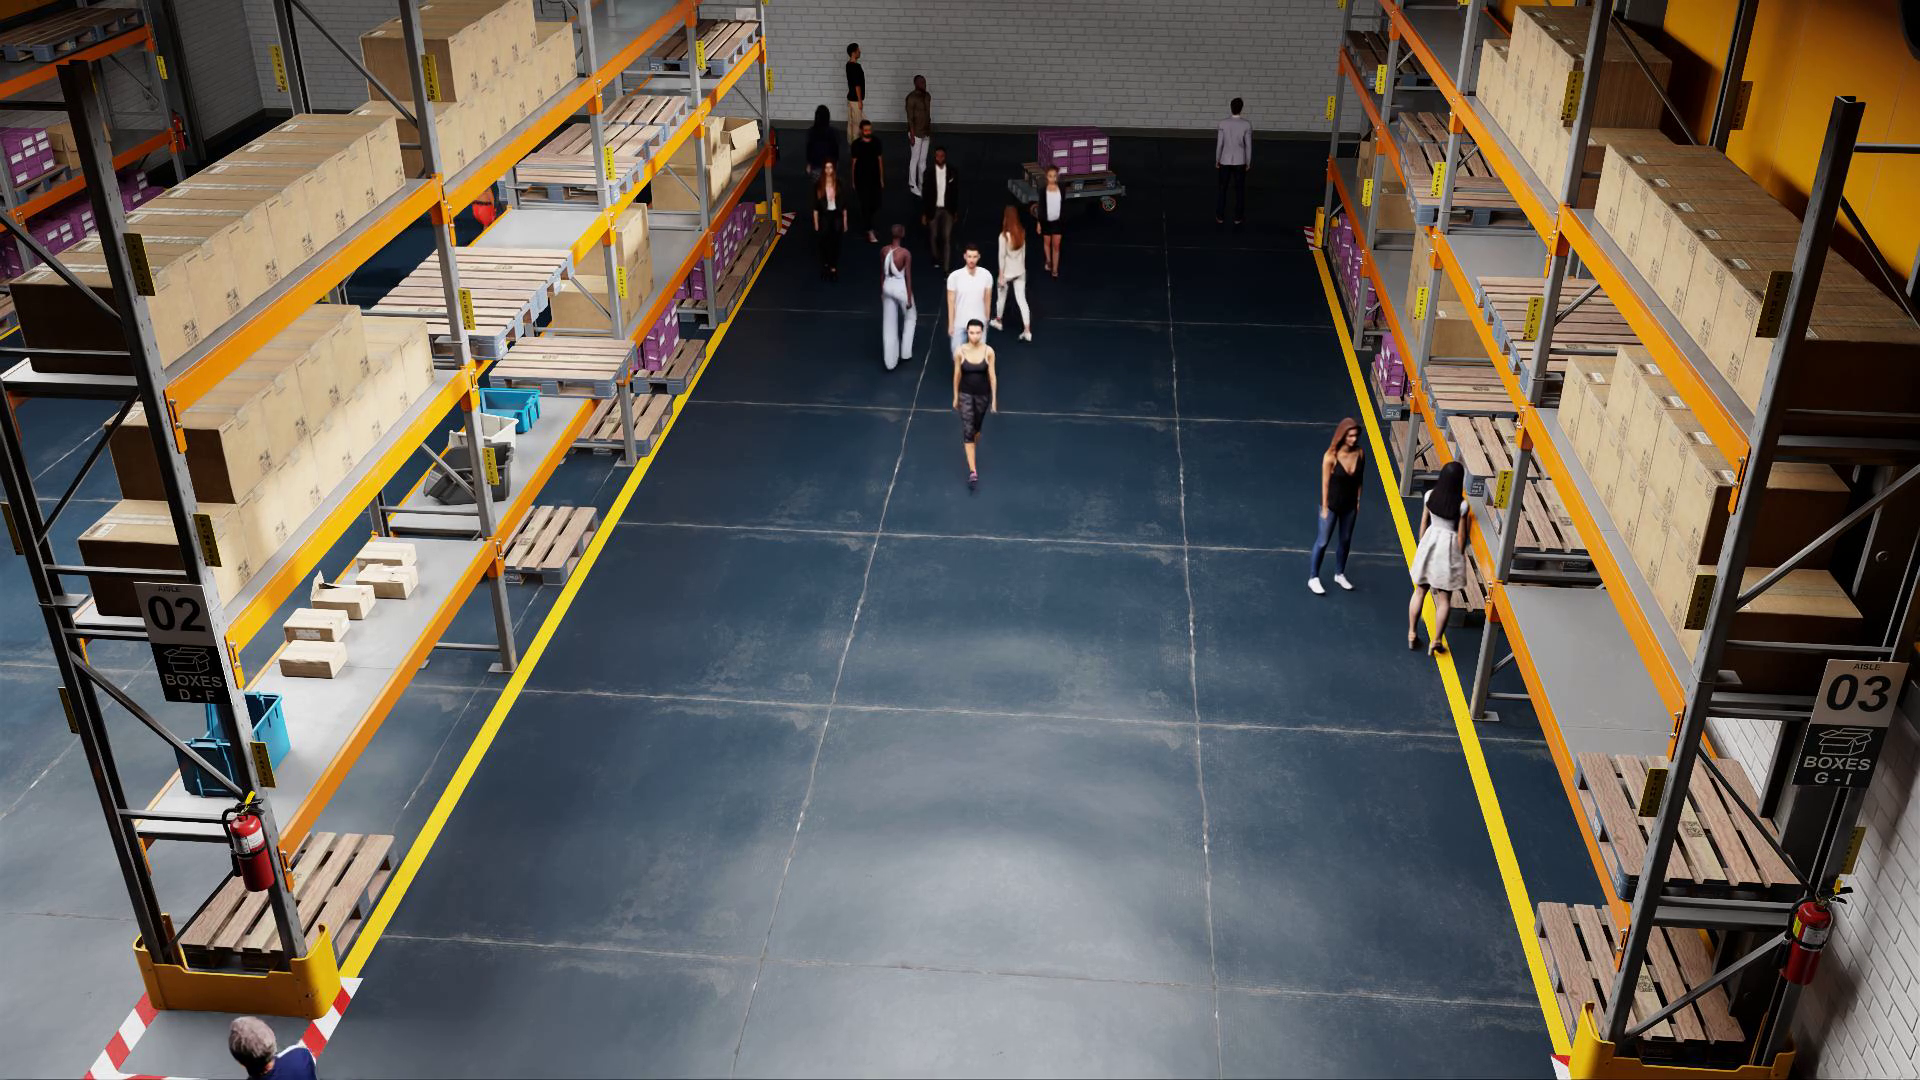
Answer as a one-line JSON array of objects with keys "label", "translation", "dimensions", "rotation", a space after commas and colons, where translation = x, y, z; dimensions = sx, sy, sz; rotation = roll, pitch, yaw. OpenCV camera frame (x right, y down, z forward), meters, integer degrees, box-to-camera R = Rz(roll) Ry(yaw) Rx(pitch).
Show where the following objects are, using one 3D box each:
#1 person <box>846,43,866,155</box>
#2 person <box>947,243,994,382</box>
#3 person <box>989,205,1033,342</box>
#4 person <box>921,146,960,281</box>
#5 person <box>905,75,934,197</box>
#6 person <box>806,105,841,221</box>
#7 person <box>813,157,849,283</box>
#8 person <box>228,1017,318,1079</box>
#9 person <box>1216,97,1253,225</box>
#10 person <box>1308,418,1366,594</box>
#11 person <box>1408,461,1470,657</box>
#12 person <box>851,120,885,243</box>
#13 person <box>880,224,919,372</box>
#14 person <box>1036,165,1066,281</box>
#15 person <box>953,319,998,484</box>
[{"label": "person", "translation": [-1.757, -7.352, 27.766], "dimensions": [0.770, 1.860, 0.618], "rotation": [-10, 30, -17]}, {"label": "person", "translation": [0.106, -2.499, 18.878], "dimensions": [0.741, 1.850, 0.853], "rotation": [-2, 29, -3]}, {"label": "person", "translation": [0.700, -3.229, 20.406], "dimensions": [0.995, 1.668, 1.173], "rotation": [-15, 32, -25]}, {"label": "person", "translation": [-0.290, -4.448, 22.562], "dimensions": [0.749, 1.744, 1.236], "rotation": [-1, 29, -2]}, {"label": "person", "translation": [-0.636, -6.337, 25.940], "dimensions": [0.864, 1.825, 0.728], "rotation": [19, 34, 31]}, {"label": "person", "translation": [-1.992, -5.540, 24.598], "dimensions": [0.661, 1.711, 0.660], "rotation": [0, 29, 1]}, {"label": "person", "translation": [-1.732, -4.340, 22.410], "dimensions": [0.653, 1.700, 0.646], "rotation": [-4, 29, -7]}, {"label": "person", "translation": [-3.361, 3.166, 8.527], "dimensions": [0.979, 1.817, 1.067], "rotation": [15, 32, 26]}, {"label": "person", "translation": [4.032, -5.603, 24.570], "dimensions": [0.700, 1.848, 0.610], "rotation": [6, 29, 11]}, {"label": "person", "translation": [3.422, -0.327, 15.030], "dimensions": [0.643, 1.722, 0.648], "rotation": [-10, 30, -18]}, {"label": "person", "translation": [4.069, 0.148, 14.110], "dimensions": [0.781, 1.769, 0.813], "rotation": [21, 35, 33]}, {"label": "person", "translation": [-1.362, -5.192, 23.935], "dimensions": [0.938, 1.735, 1.085], "rotation": [-13, 31, -23]}, {"label": "person", "translation": [-0.787, -2.817, 19.553], "dimensions": [0.756, 1.761, 0.837], "rotation": [12, 31, 21]}, {"label": "person", "translation": [1.239, -4.346, 22.614], "dimensions": [0.591, 1.514, 1.070], "rotation": [0, 29, 1]}, {"label": "person", "translation": [0.148, -1.497, 17.204], "dimensions": [0.715, 1.695, 1.123], "rotation": [-2, 29, -4]}]
